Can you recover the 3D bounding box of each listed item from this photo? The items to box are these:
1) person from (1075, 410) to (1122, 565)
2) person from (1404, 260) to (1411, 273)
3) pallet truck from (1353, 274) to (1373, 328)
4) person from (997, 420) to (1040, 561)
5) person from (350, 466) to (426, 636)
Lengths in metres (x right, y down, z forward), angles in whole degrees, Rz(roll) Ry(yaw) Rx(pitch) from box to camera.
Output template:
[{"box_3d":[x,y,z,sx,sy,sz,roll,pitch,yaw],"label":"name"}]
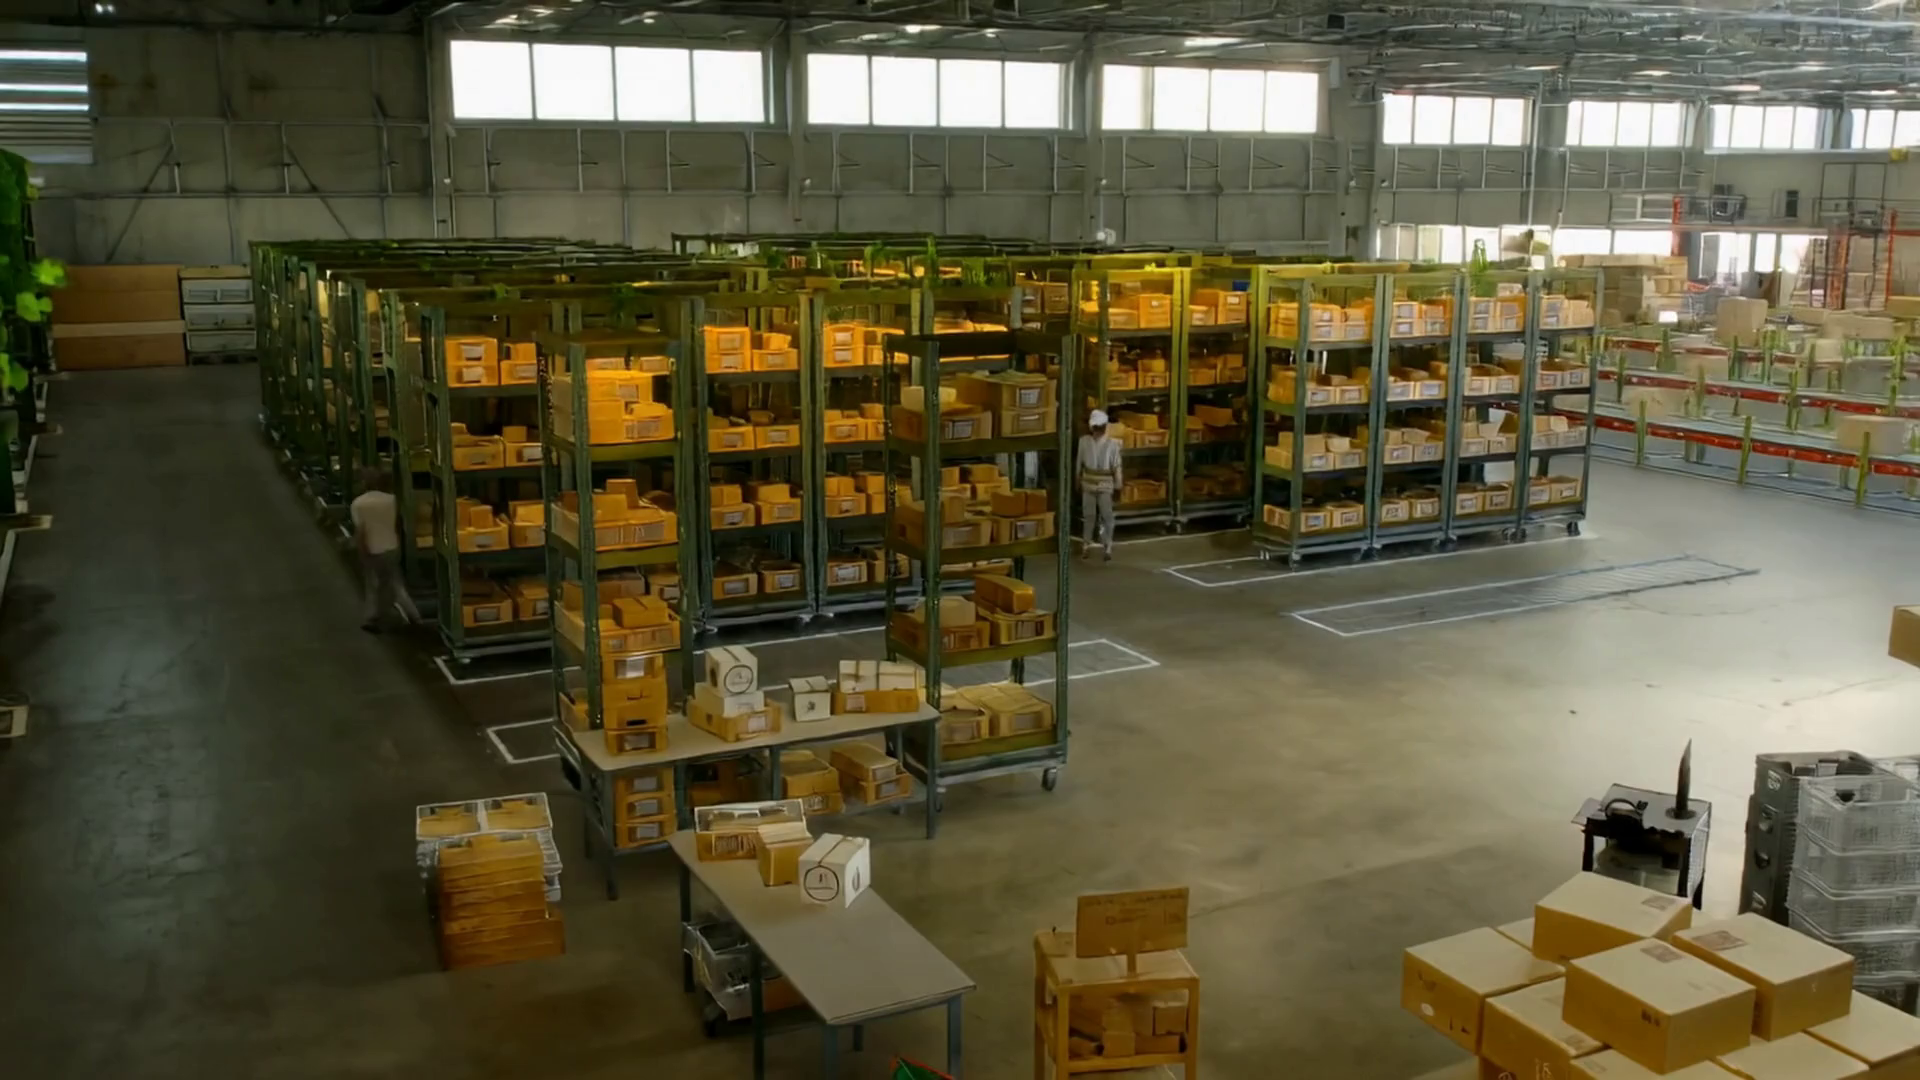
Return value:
[{"box_3d":[1.723,-0.662,20.799,0.602,1.949,0.389,6,13,26],"label":"person"},{"box_3d":[16.604,-9.484,62.167,0.647,1.908,0.409,0,12,-1],"label":"person"},{"box_3d":[13.011,-8.050,55.243,0.823,1.965,1.885,-7,14,-28],"label":"pallet truck"},{"box_3d":[0.725,-0.671,21.217,0.593,1.803,0.812,-4,13,-18],"label":"person"},{"box_3d":[-6.040,0.129,17.435,0.818,1.814,0.578,8,15,33],"label":"person"}]
